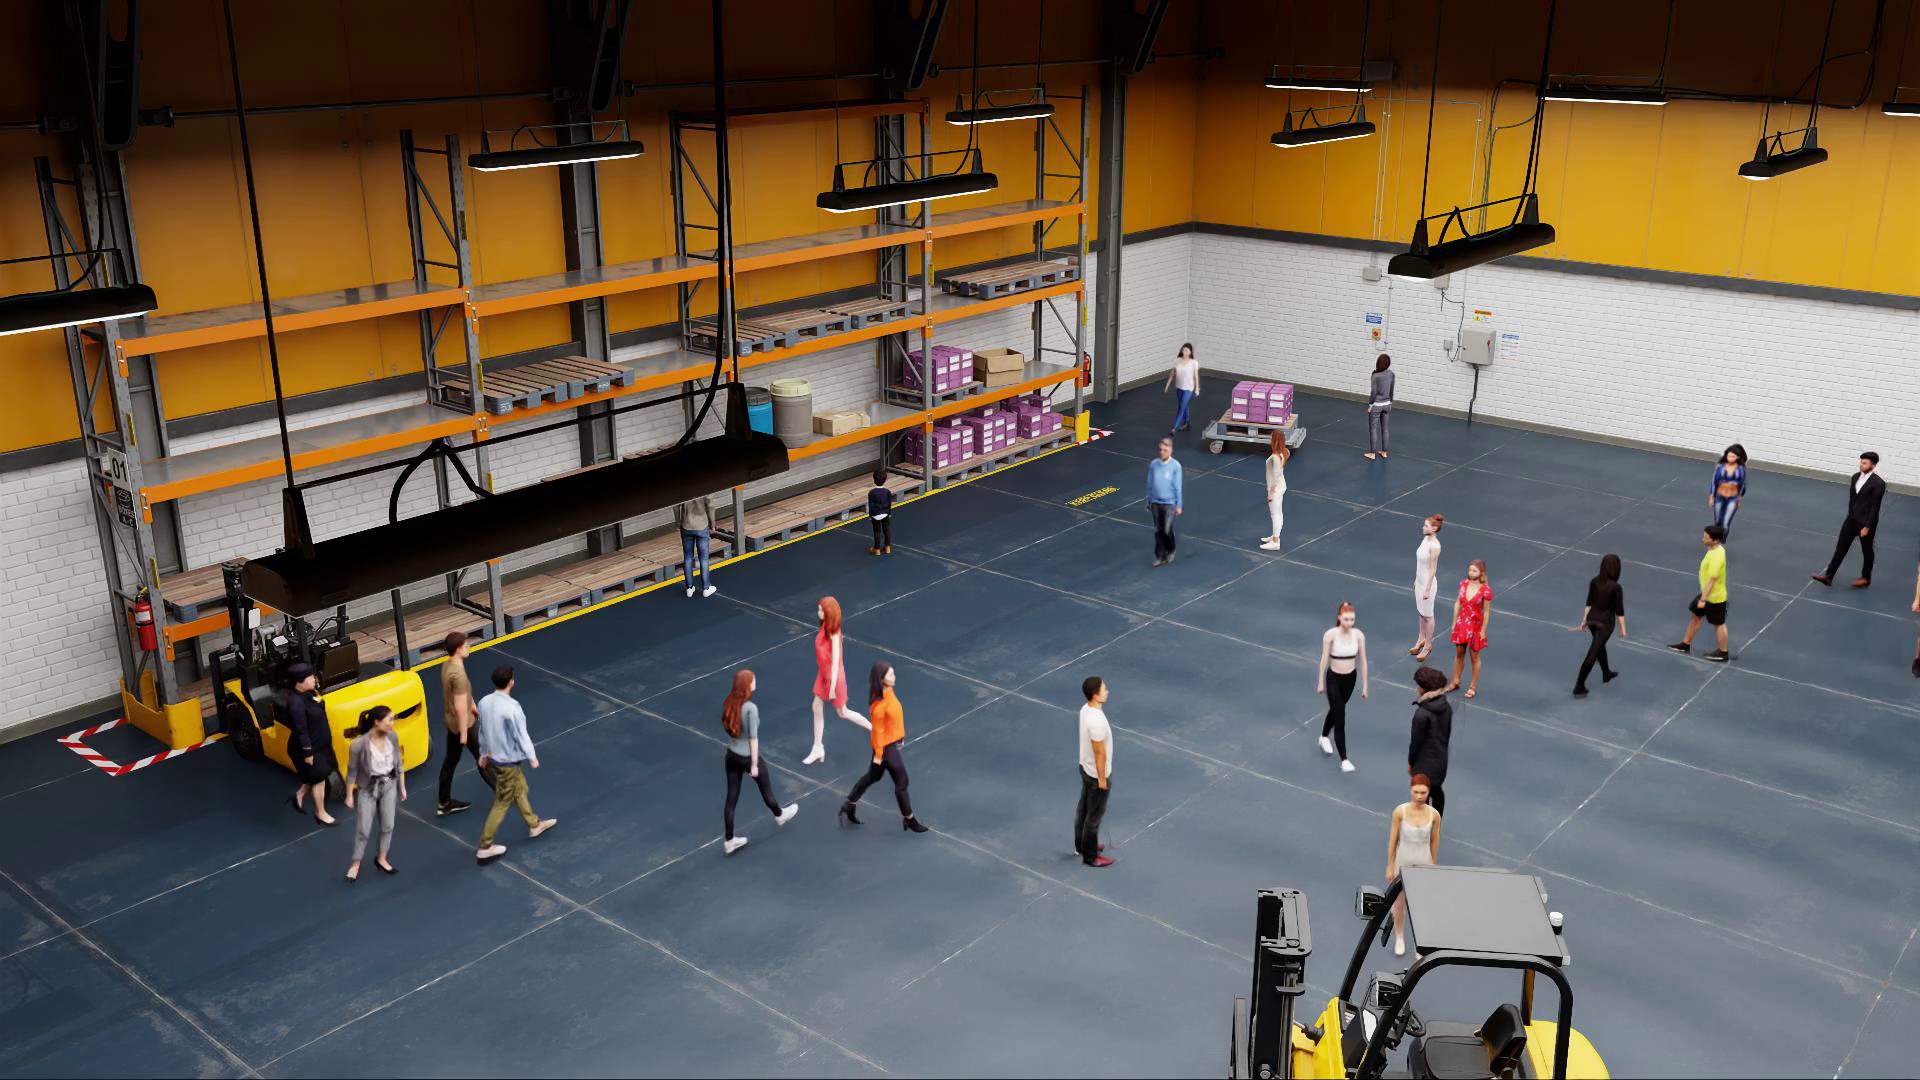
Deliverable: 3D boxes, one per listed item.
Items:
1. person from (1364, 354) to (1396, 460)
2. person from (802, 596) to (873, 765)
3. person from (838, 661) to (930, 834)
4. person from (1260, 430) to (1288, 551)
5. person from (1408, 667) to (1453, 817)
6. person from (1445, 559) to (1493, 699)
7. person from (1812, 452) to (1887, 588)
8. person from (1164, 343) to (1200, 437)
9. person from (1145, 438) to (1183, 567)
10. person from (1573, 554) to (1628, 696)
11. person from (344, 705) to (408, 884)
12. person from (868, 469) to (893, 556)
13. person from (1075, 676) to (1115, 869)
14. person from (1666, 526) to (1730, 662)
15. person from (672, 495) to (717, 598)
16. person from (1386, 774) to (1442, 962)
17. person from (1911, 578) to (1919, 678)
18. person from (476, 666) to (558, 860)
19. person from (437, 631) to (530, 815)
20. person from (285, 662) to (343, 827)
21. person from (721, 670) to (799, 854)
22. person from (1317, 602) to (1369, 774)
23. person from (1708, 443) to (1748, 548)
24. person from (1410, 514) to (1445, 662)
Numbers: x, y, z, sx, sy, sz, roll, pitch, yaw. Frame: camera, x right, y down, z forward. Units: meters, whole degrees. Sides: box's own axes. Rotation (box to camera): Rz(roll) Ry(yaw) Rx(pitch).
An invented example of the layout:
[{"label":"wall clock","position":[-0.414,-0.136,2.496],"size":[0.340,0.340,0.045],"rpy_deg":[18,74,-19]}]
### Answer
[{"label":"person","position":[7.032,-2.247,27.788],"size":[0.628,1.768,0.750],"rpy_deg":[-7,20,-20]},{"label":"person","position":[-1.197,1.430,16.830],"size":[1.212,1.794,0.992],"rpy_deg":[-6,20,-18]},{"label":"person","position":[-0.785,1.930,15.467],"size":[1.102,1.715,1.109],"rpy_deg":[1,19,2]},{"label":"person","position":[4.442,-0.715,23.325],"size":[0.733,1.713,0.592],"rpy_deg":[7,20,20]},{"label":"person","position":[4.298,2.020,15.159],"size":[0.746,1.742,0.934],"rpy_deg":[-16,24,-39]},{"label":"person","position":[5.697,0.965,18.524],"size":[0.569,1.592,0.590],"rpy_deg":[-16,25,-40]},{"label":"person","position":[11.864,-0.241,21.715],"size":[1.242,1.842,1.098],"rpy_deg":[-6,19,-16]},{"label":"person","position":[3.969,-2.618,29.092],"size":[0.759,1.638,1.066],"rpy_deg":[15,24,37]},{"label":"person","position":[2.833,-0.536,22.661],"size":[0.687,1.798,0.670],"rpy_deg":[13,23,34]},{"label":"person","position":[7.075,0.976,18.483],"size":[1.122,1.597,0.830],"rpy_deg":[-11,21,-29]},{"label":"person","position":[-5.199,2.239,14.666],"size":[0.579,1.642,0.826],"rpy_deg":[-12,22,-31]},{"label":"person","position":[-1.106,-0.397,23.142],"size":[0.551,1.227,0.641],"rpy_deg":[-8,20,-23]},{"label":"person","position":[1.192,2.060,14.942],"size":[0.747,1.804,0.709],"rpy_deg":[-3,19,-10]},{"label":"person","position":[8.852,0.624,19.428],"size":[0.962,1.661,0.985],"rpy_deg":[7,20,20]},{"label":"person","position":[-3.430,-0.169,21.463],"size":[0.792,1.866,0.806],"rpy_deg":[2,19,5]},{"label":"person","position":[3.676,2.620,13.548],"size":[0.655,1.632,0.701],"rpy_deg":[5,19,14]},{"label":"person","position":[11.146,0.684,18.946],"size":[0.808,1.857,0.816],"rpy_deg":[4,19,13]},{"label":"person","position":[-4.175,2.045,15.040],"size":[1.118,1.769,0.752],"rpy_deg":[-17,25,-41]},{"label":"person","position":[-4.824,1.766,15.795],"size":[1.178,1.817,0.913],"rpy_deg":[-10,21,-28]},{"label":"person","position":[-6.152,1.933,15.557],"size":[0.916,1.651,0.855],"rpy_deg":[-2,19,-5]},{"label":"person","position":[-2.034,2.043,15.149],"size":[0.620,1.703,1.081],"rpy_deg":[16,24,39]},{"label":"person","position":[3.844,1.450,16.927],"size":[1.139,1.694,1.157],"rpy_deg":[-3,19,-8]},{"label":"person","position":[10.626,-0.557,23.042],"size":[0.725,1.594,1.043],"rpy_deg":[11,22,30]},{"label":"person","position":[5.469,0.545,19.457],"size":[0.677,1.793,0.613],"rpy_deg":[-1,19,-4]}]
